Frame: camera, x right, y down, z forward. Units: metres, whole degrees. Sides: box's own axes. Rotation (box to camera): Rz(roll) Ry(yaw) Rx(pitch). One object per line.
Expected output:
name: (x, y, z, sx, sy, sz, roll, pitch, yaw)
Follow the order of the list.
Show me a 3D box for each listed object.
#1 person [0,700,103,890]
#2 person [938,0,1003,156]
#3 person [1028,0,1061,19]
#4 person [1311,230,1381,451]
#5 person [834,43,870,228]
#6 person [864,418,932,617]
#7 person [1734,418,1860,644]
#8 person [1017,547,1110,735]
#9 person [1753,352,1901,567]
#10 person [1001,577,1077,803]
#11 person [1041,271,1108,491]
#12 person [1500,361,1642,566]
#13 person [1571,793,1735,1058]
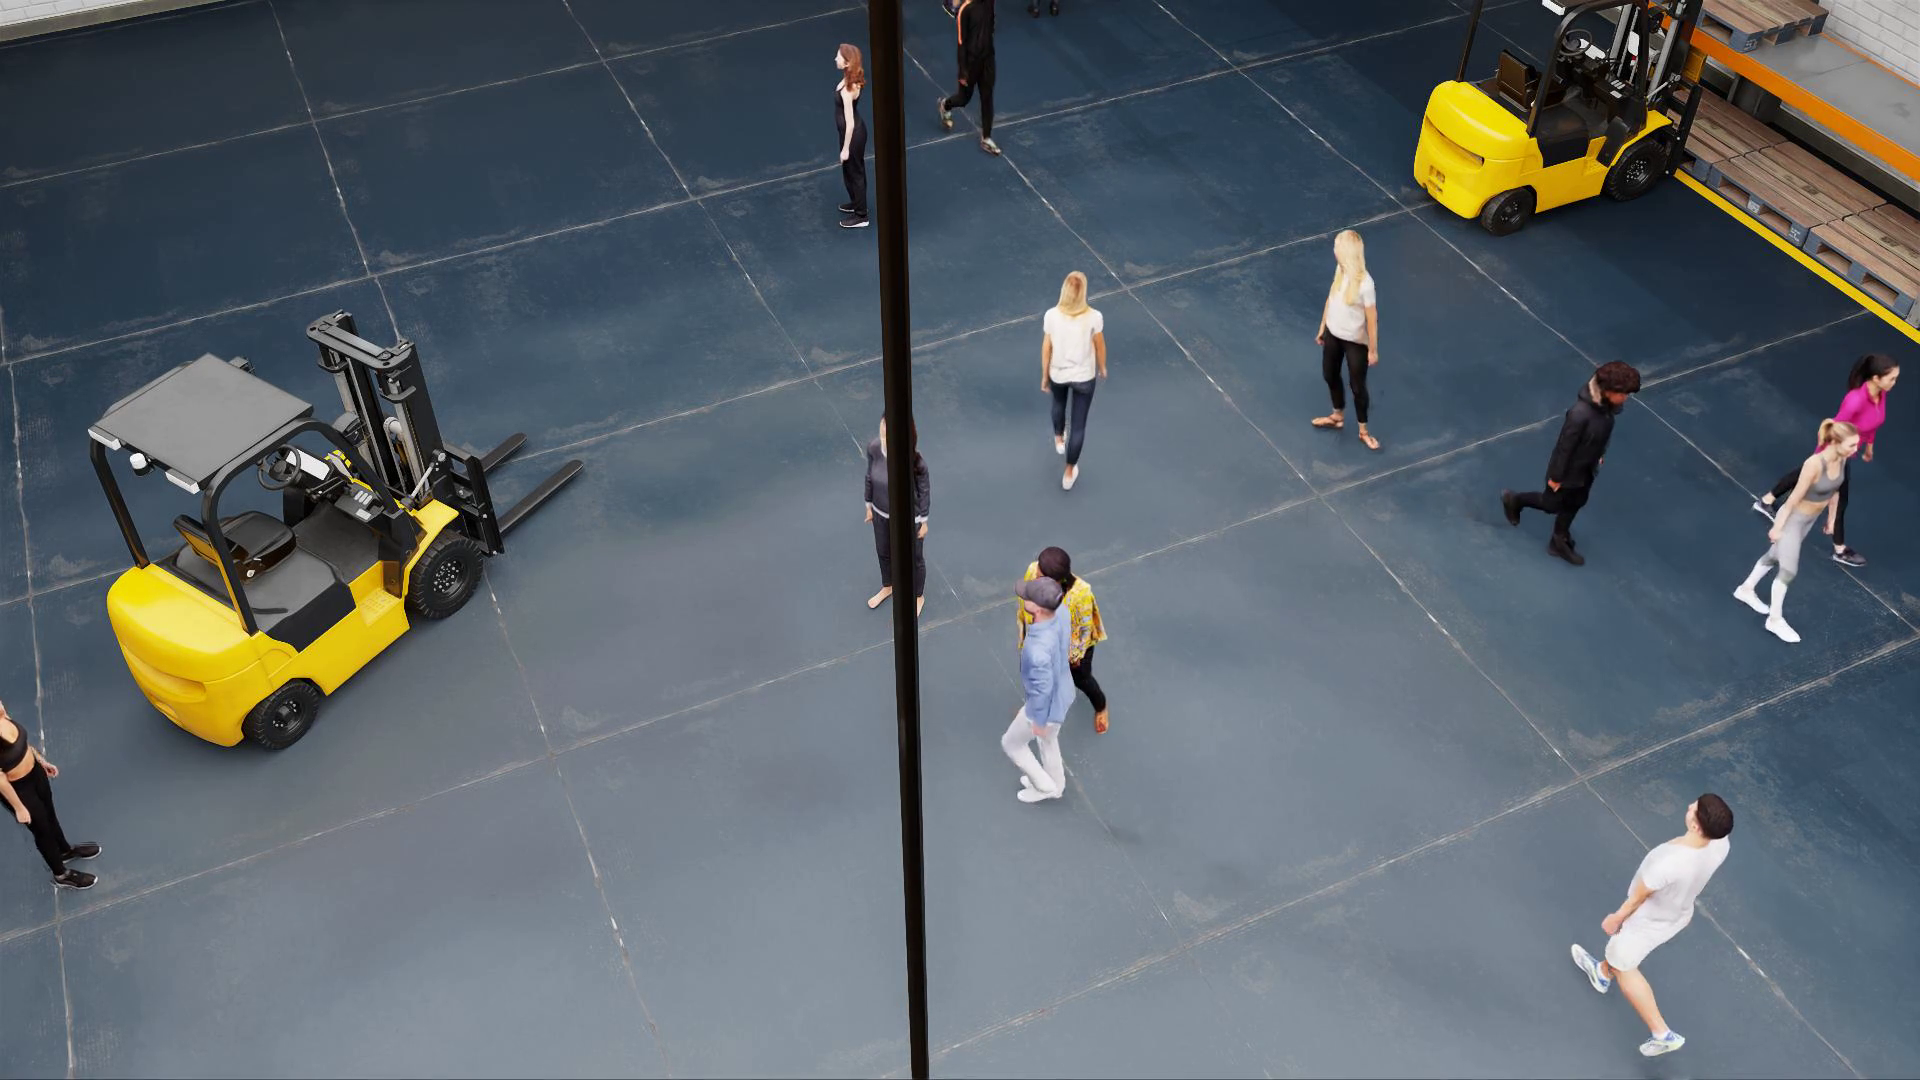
person: (-5.455, 1.411, 9.632, 0.676, 1.643, 0.520, -8, 44, -8)
person: (0.088, -4.574, 15.810, 0.779, 1.785, 1.131, -28, 50, -26)
person: (0.933, -6.491, 17.828, 0.687, 1.777, 0.593, -8, 44, -8)
person: (2.992, -1.498, 12.582, 0.928, 1.786, 0.580, -34, 53, -30)
person: (-0.955, -3.615, 14.831, 0.704, 1.748, 0.583, -2, 44, -2)
person: (-0.416, -0.189, 11.219, 0.667, 1.770, 0.744, 17, 46, 17)
person: (5.603, -0.169, 11.254, 0.676, 1.692, 0.850, -24, 49, -23)
person: (0.616, 0.625, 10.459, 0.918, 1.638, 1.013, 23, 48, 23)
person: (6.148, -0.668, 11.817, 0.798, 1.649, 1.189, -30, 51, -27)
person: (0.585, 0.958, 9.938, 0.829, 1.876, 0.780, 17, 46, 17)
person: (0.805, -1.122, 12.186, 0.899, 1.786, 0.985, 11, 45, 12)
person: (4.234, -0.583, 11.651, 0.816, 1.744, 1.040, -30, 51, -28)
person: (3.745, 2.037, 8.834, 0.751, 1.836, 1.085, -22, 48, -21)
